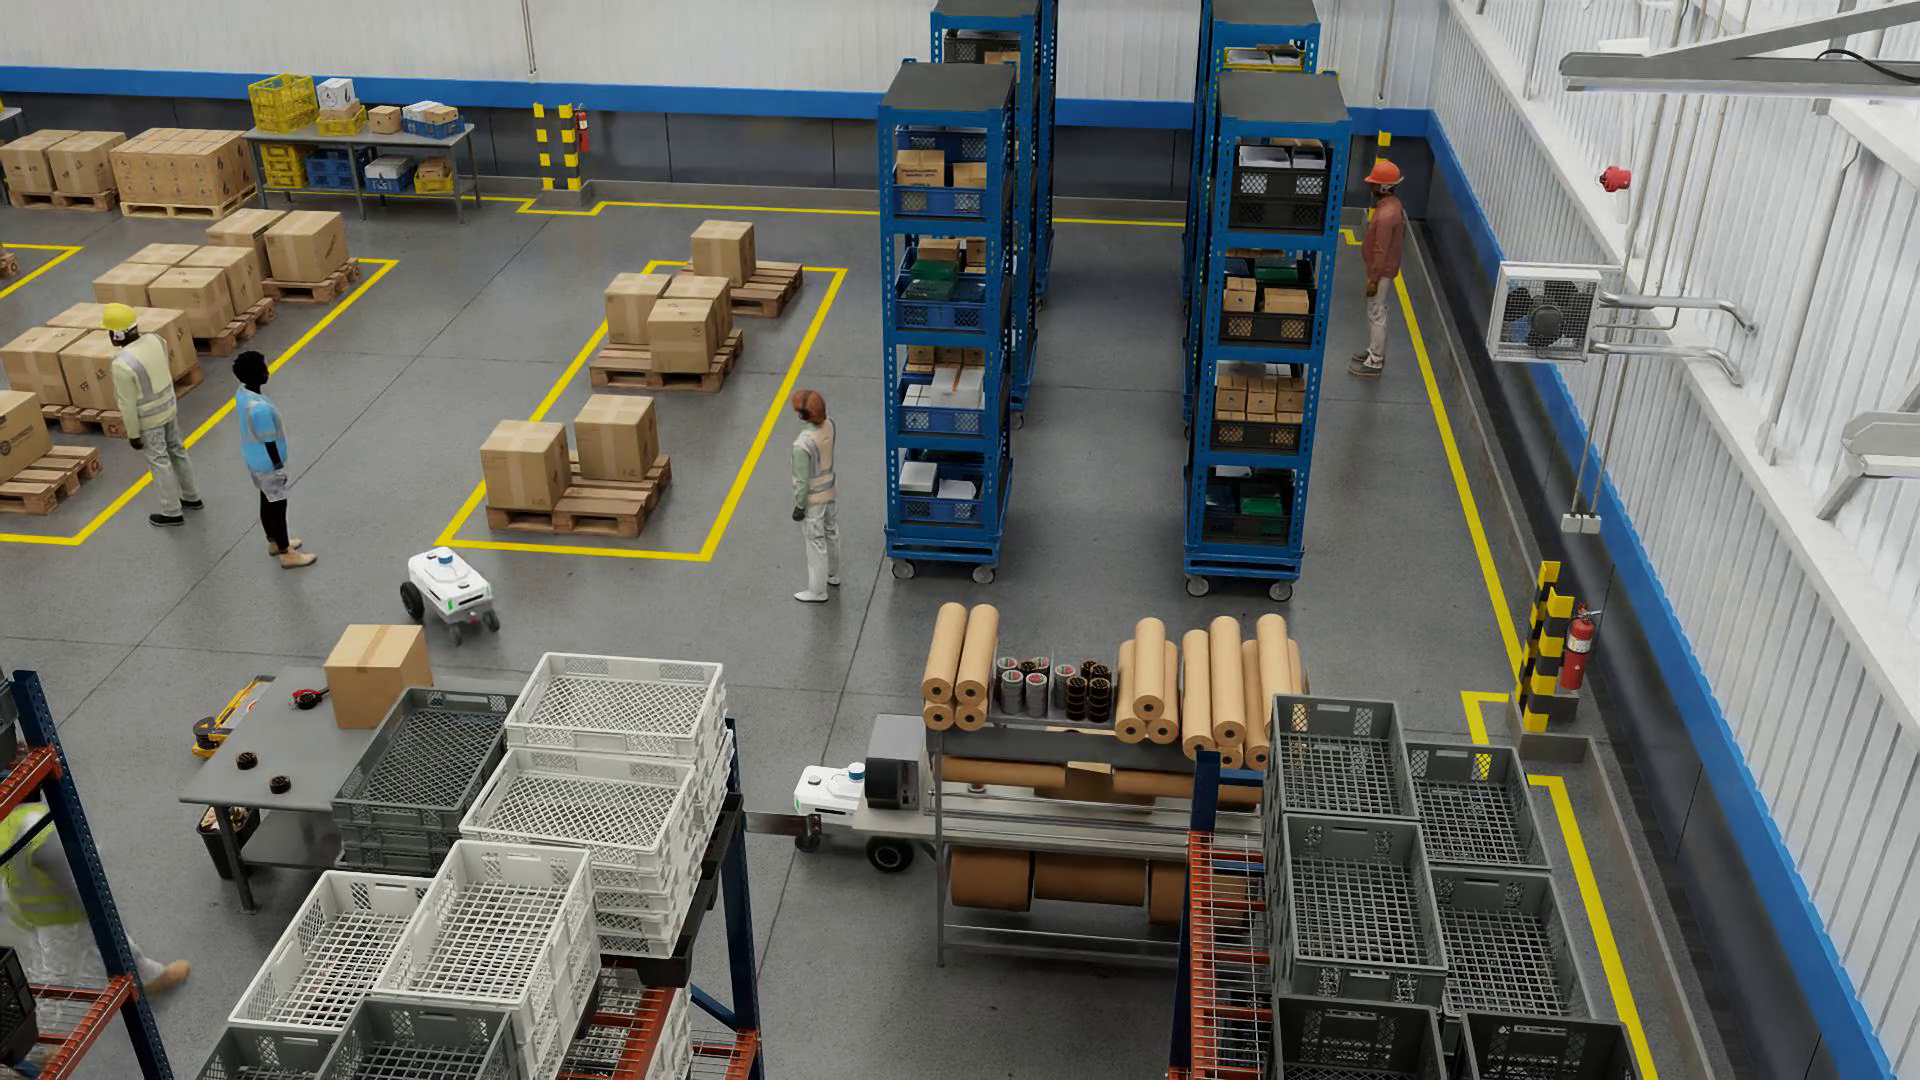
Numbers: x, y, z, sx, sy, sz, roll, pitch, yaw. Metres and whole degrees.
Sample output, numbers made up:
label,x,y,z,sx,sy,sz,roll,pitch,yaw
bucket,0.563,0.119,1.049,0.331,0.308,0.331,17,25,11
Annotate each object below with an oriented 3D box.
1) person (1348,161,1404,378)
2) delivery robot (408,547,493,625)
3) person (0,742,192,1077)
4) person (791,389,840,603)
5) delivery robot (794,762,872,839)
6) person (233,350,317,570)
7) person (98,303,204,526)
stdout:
label,x,y,z,sx,sy,sz,roll,pitch,yaw
person,3.816,-2.488,15.235,0.409,1.986,0.618,9,31,14
delivery robot,-3.603,0.306,11.751,0.477,0.478,0.707,-23,37,-33
person,-4.414,1.762,8.118,0.641,1.799,0.964,23,37,34
person,-1.028,-0.322,11.845,0.307,1.642,0.514,11,32,18
delivery robot,-0.594,1.514,9.675,0.707,0.478,0.477,6,31,10
person,-5.100,-0.600,12.268,0.320,1.695,0.537,-20,36,-31
person,-6.226,-0.964,12.773,0.403,1.827,0.595,4,30,7
